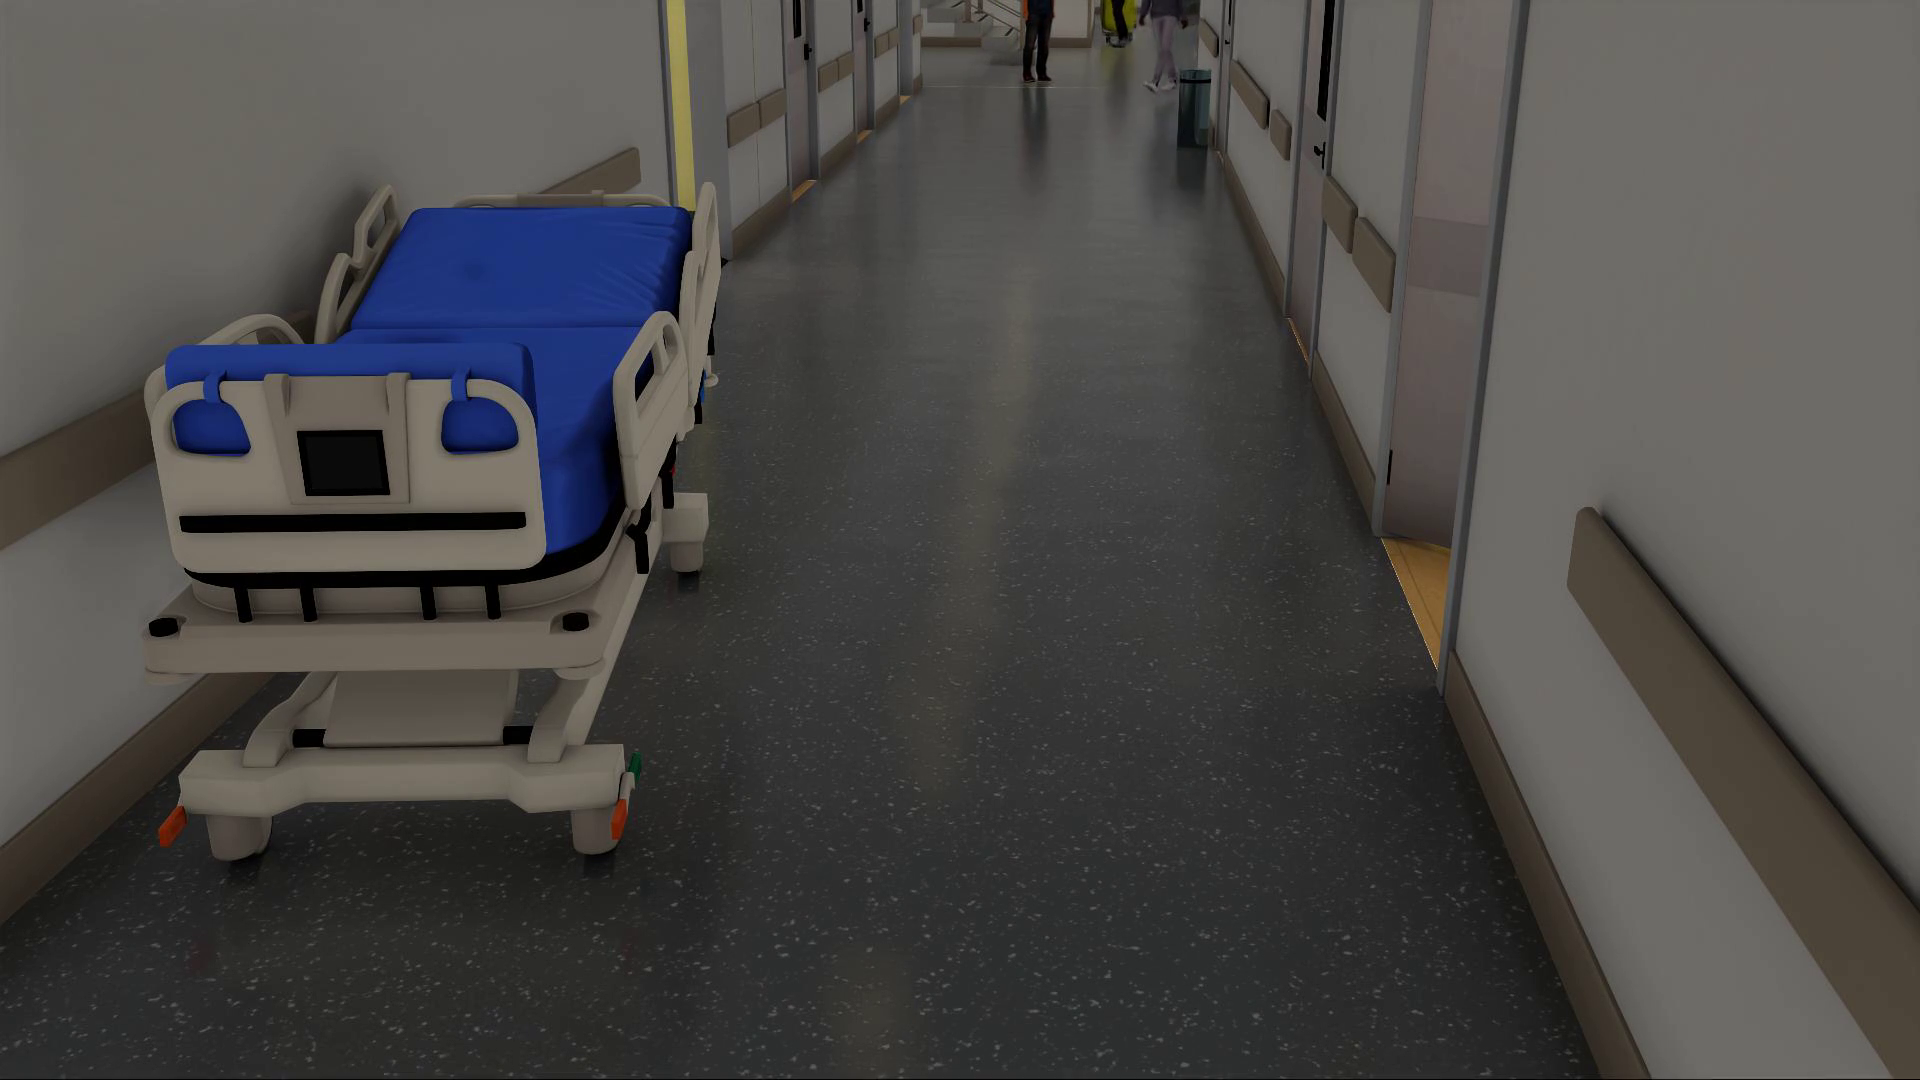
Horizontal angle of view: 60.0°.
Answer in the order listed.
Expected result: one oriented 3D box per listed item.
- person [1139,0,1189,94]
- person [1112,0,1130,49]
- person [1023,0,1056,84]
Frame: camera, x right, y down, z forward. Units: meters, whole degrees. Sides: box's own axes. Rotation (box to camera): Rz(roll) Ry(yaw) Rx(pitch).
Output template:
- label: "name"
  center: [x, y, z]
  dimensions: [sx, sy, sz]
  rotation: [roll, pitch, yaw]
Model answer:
- label: "person"
  center: [2.575, -6.405, 20.437]
  dimensions: [1.206, 1.793, 1.165]
  rotation: [16, 26, 36]
- label: "person"
  center: [2.670, -9.022, 27.274]
  dimensions: [0.893, 1.844, 0.848]
  rotation: [-17, 27, -38]
- label: "person"
  center: [1.024, -6.960, 21.882]
  dimensions: [0.676, 1.808, 0.772]
  rotation: [-12, 24, -29]
